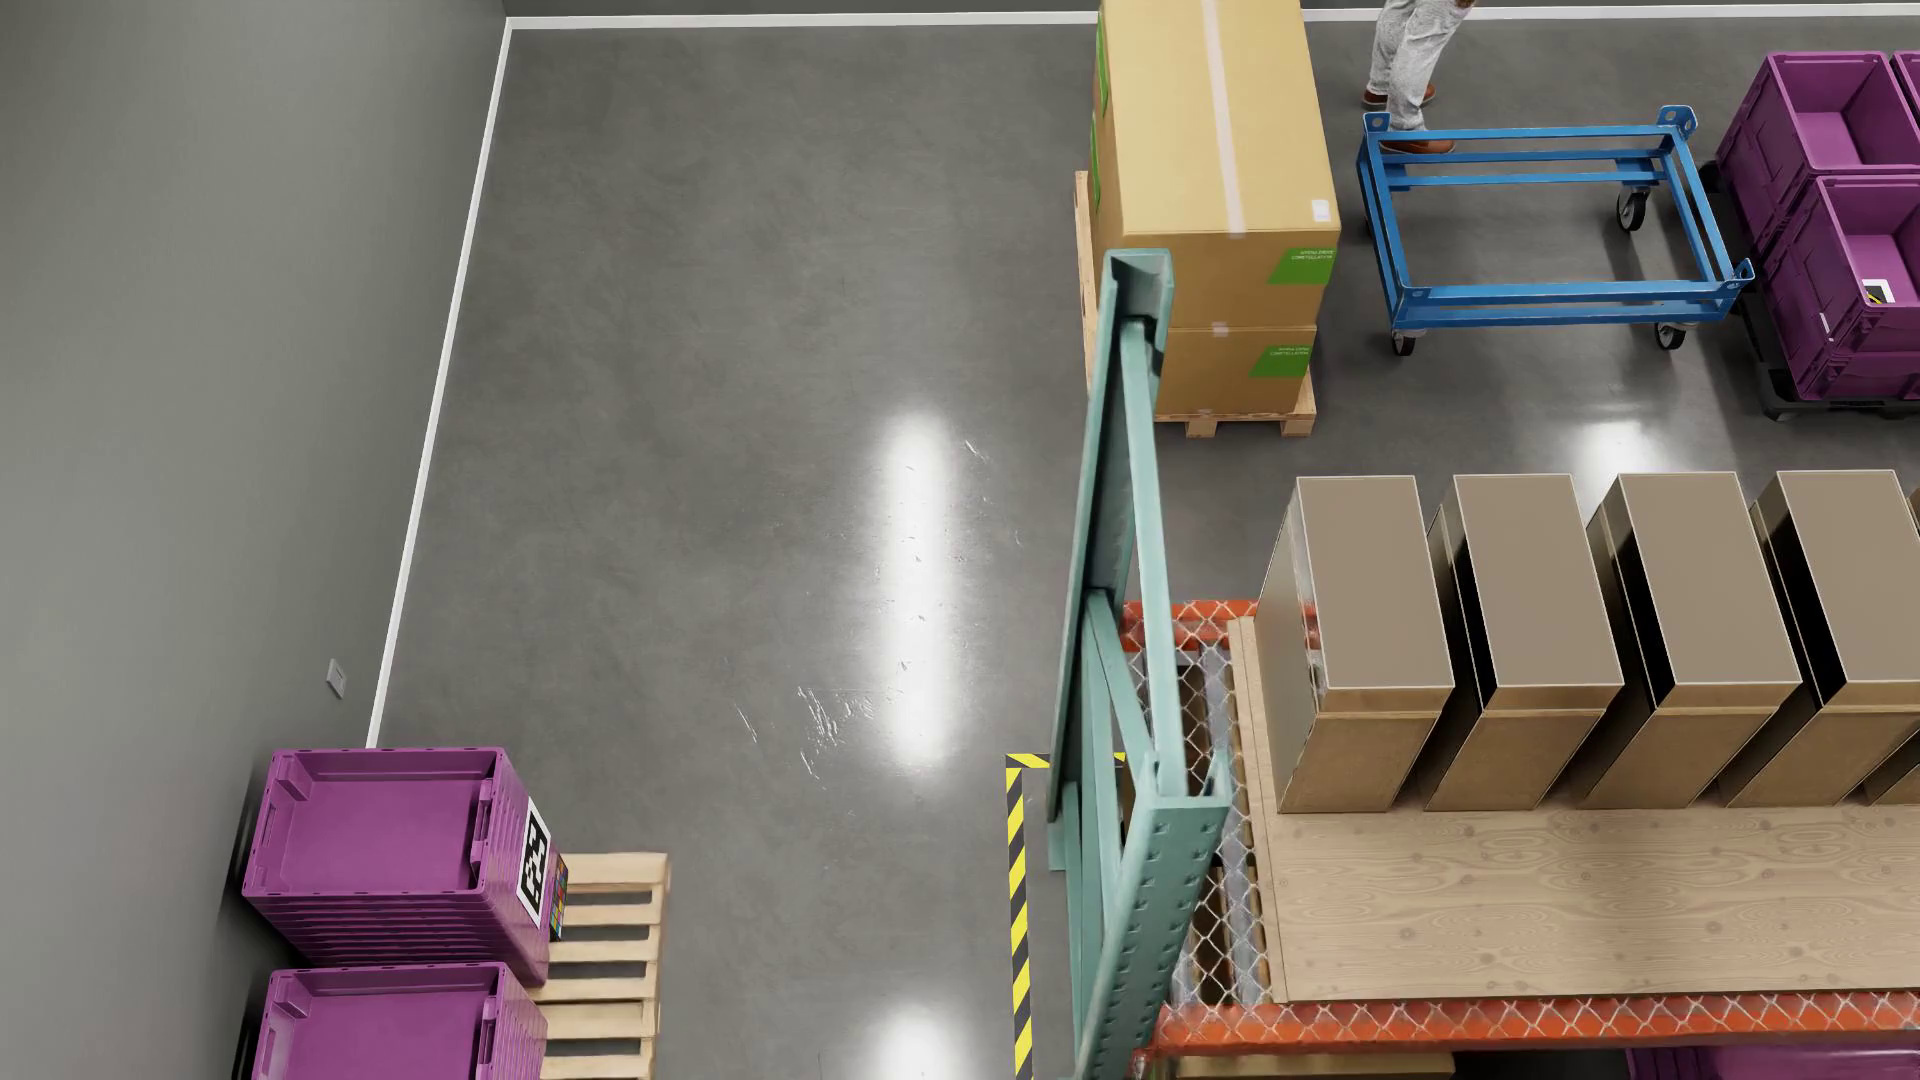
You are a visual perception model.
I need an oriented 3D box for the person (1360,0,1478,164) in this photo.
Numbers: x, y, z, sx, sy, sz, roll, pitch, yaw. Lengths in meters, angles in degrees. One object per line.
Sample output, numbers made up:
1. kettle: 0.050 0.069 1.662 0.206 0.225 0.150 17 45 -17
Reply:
1. person: 1.821 -2.252 6.084 0.376 1.940 0.629 -1 58 -1
